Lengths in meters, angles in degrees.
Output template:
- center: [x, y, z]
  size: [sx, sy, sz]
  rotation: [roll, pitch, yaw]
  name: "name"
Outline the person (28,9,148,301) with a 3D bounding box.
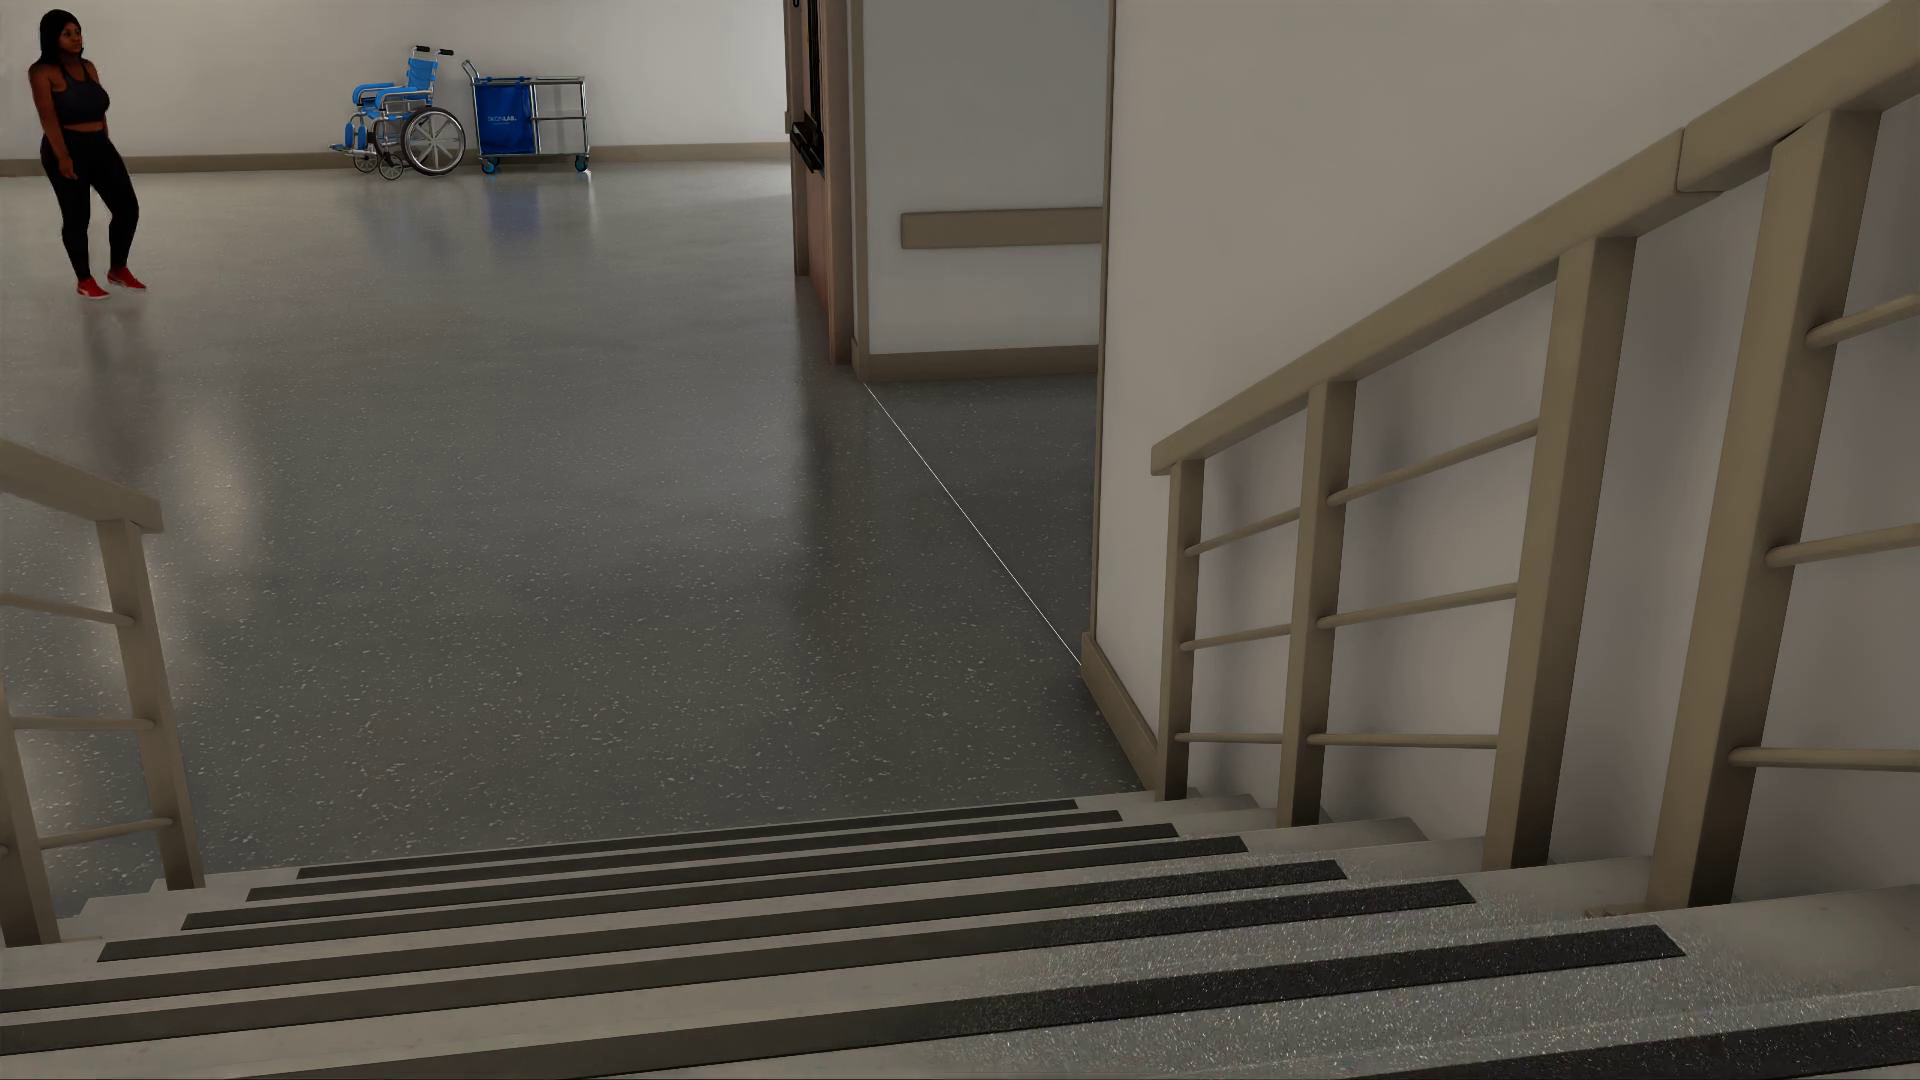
- center: [-5.667, -2.435, 10.595]
  size: [0.872, 1.800, 0.803]
  rotation: [11, 23, 27]
  name: "person"
